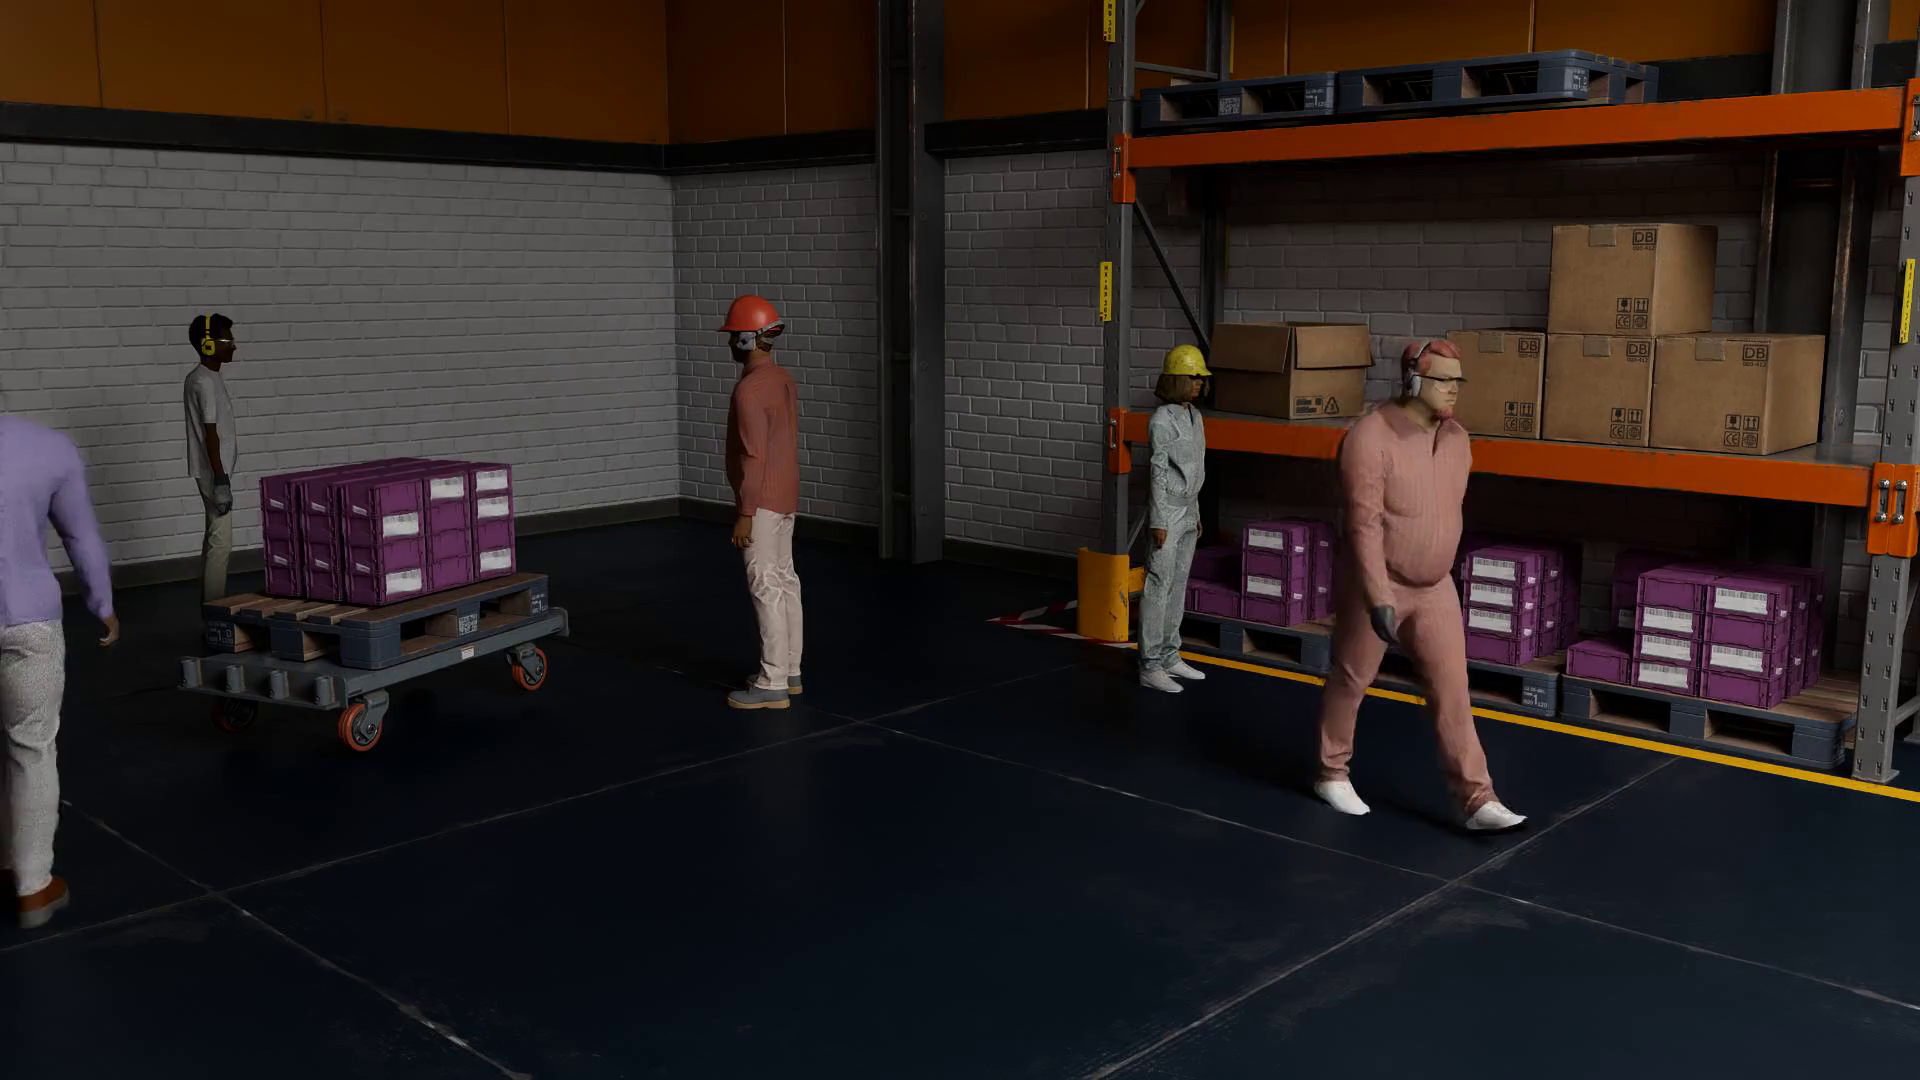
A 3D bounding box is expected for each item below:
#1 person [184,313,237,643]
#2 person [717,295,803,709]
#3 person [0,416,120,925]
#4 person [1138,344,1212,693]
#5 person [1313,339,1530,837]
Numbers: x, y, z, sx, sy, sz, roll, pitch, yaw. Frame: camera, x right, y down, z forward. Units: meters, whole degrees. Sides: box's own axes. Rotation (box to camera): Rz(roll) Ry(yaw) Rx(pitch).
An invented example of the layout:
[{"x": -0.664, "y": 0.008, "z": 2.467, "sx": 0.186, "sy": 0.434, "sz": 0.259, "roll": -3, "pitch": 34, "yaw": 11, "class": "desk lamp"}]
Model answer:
[{"x": -4.217, "y": -0.347, "z": 9.464, "sx": 0.312, "sy": 1.869, "sz": 0.537, "roll": -5, "pitch": 11, "yaw": -29, "class": "person"}, {"x": -0.970, "y": -0.181, "z": 8.061, "sx": 0.395, "sy": 1.993, "sz": 0.614, "roll": 2, "pitch": 9, "yaw": 13, "class": "person"}, {"x": -3.143, "y": 0.284, "z": 5.456, "sx": 0.727, "sy": 1.911, "sz": 0.578, "roll": -6, "pitch": 11, "yaw": -31, "class": "person"}, {"x": 1.110, "y": -0.115, "z": 8.429, "sx": 0.319, "sy": 1.743, "sz": 0.488, "roll": 6, "pitch": 11, "yaw": 32, "class": "person"}, {"x": 1.697, "y": 0.191, "z": 6.212, "sx": 0.654, "sy": 1.855, "sz": 0.971, "roll": -4, "pitch": 10, "yaw": -26, "class": "person"}]
